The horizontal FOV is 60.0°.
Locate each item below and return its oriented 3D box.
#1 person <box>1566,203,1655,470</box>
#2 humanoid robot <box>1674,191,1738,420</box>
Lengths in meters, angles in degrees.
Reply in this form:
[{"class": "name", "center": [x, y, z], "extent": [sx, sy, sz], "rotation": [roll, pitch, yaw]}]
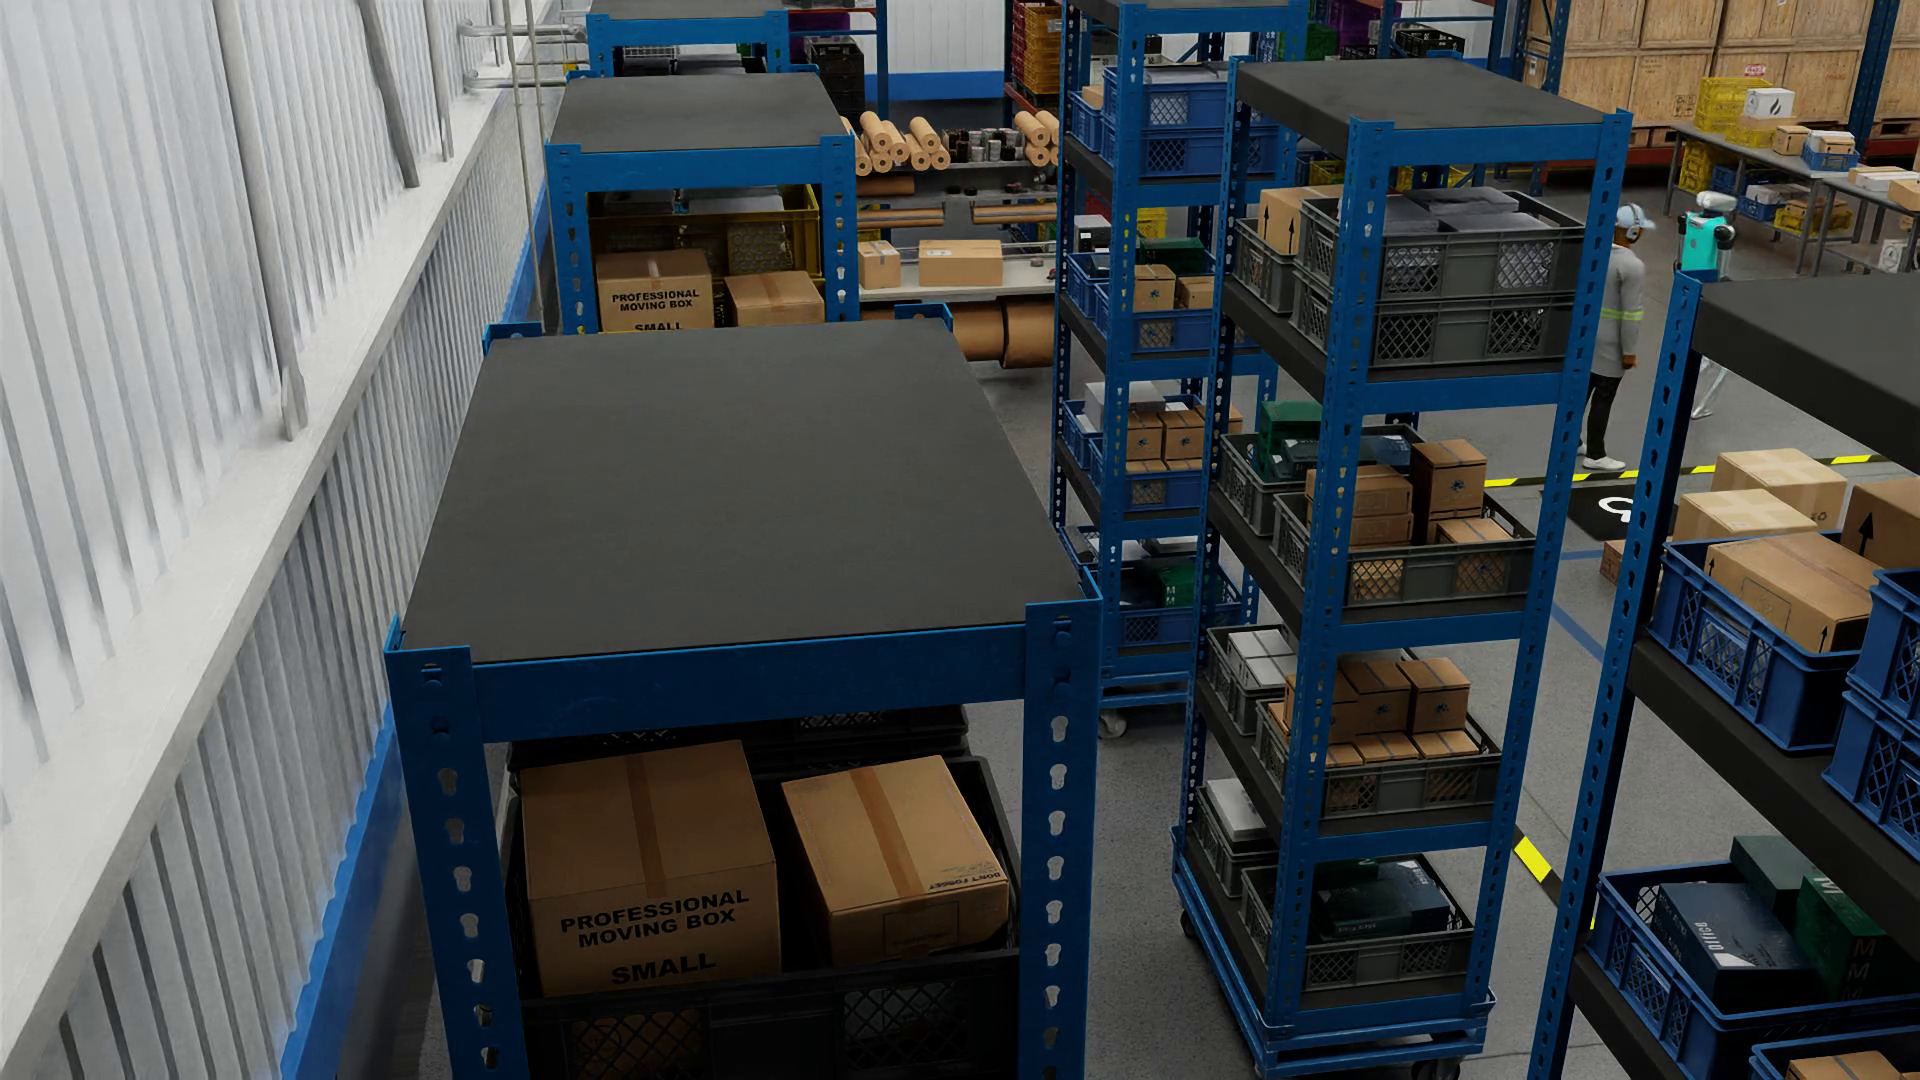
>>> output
[{"class": "person", "center": [4.469, -1.395, 11.436], "extent": [0.380, 1.852, 0.587], "rotation": [-7, 26, -14]}, {"class": "humanoid robot", "center": [5.538, -1.716, 12.111], "extent": [0.735, 1.677, 0.533], "rotation": [-7, 26, -14]}]
